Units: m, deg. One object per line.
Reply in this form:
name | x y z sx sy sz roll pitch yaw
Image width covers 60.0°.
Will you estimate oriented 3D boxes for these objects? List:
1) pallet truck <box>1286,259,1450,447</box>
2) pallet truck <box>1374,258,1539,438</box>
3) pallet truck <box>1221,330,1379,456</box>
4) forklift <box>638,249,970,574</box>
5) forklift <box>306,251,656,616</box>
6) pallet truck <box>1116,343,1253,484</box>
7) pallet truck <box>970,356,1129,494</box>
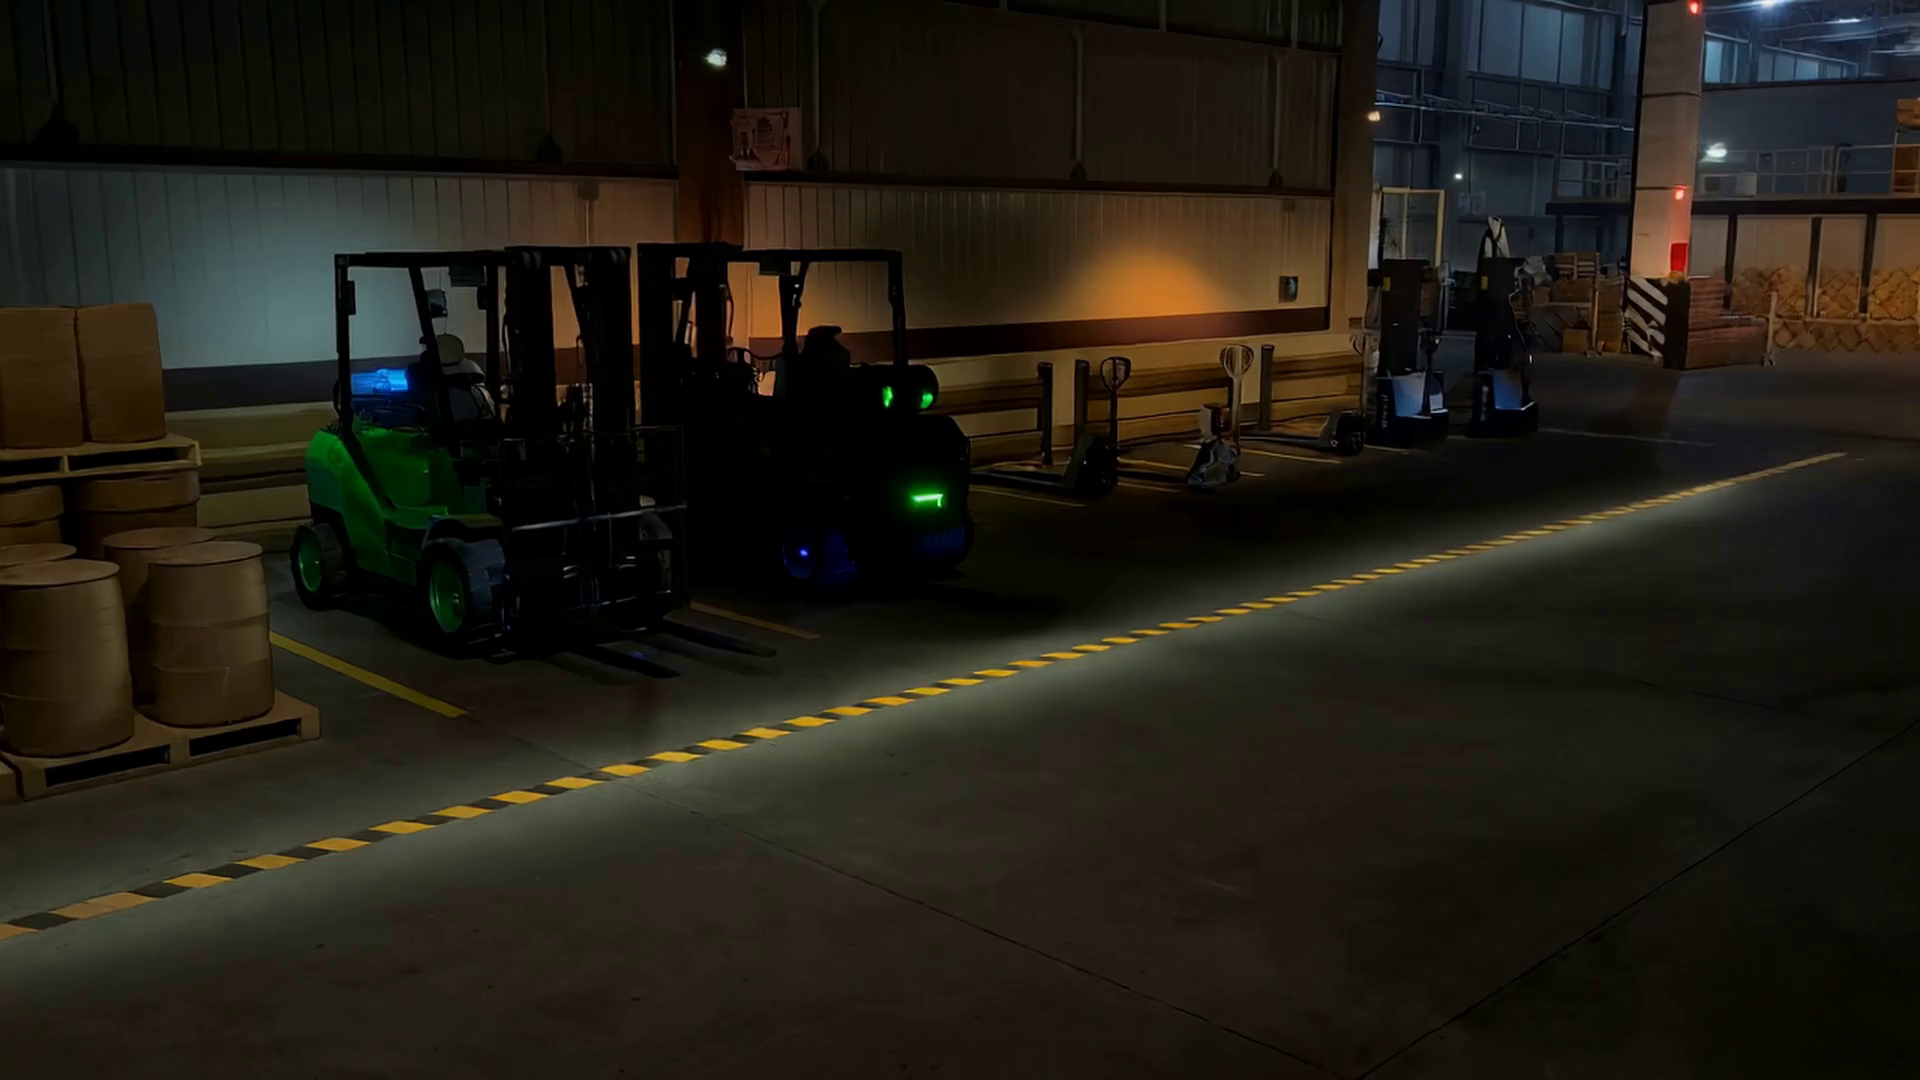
pallet truck | 4.493 -2.078 18.196 0.823 1.965 1.885 -9 14 -40
pallet truck | 5.704 -2.208 18.901 1.885 1.965 0.823 10 14 43
pallet truck | 3.563 -1.581 17.381 0.653 1.274 1.630 -10 14 -44
forklift | -1.173 -0.958 11.239 2.680 1.987 1.157 10 14 43
forklift | -2.833 -0.669 9.694 1.157 1.987 2.680 -10 14 -44
pallet truck | 1.962 -1.215 15.415 1.522 1.261 0.704 10 14 43
pallet truck | 0.784 -1.085 14.876 0.680 1.201 1.601 -10 14 -44
